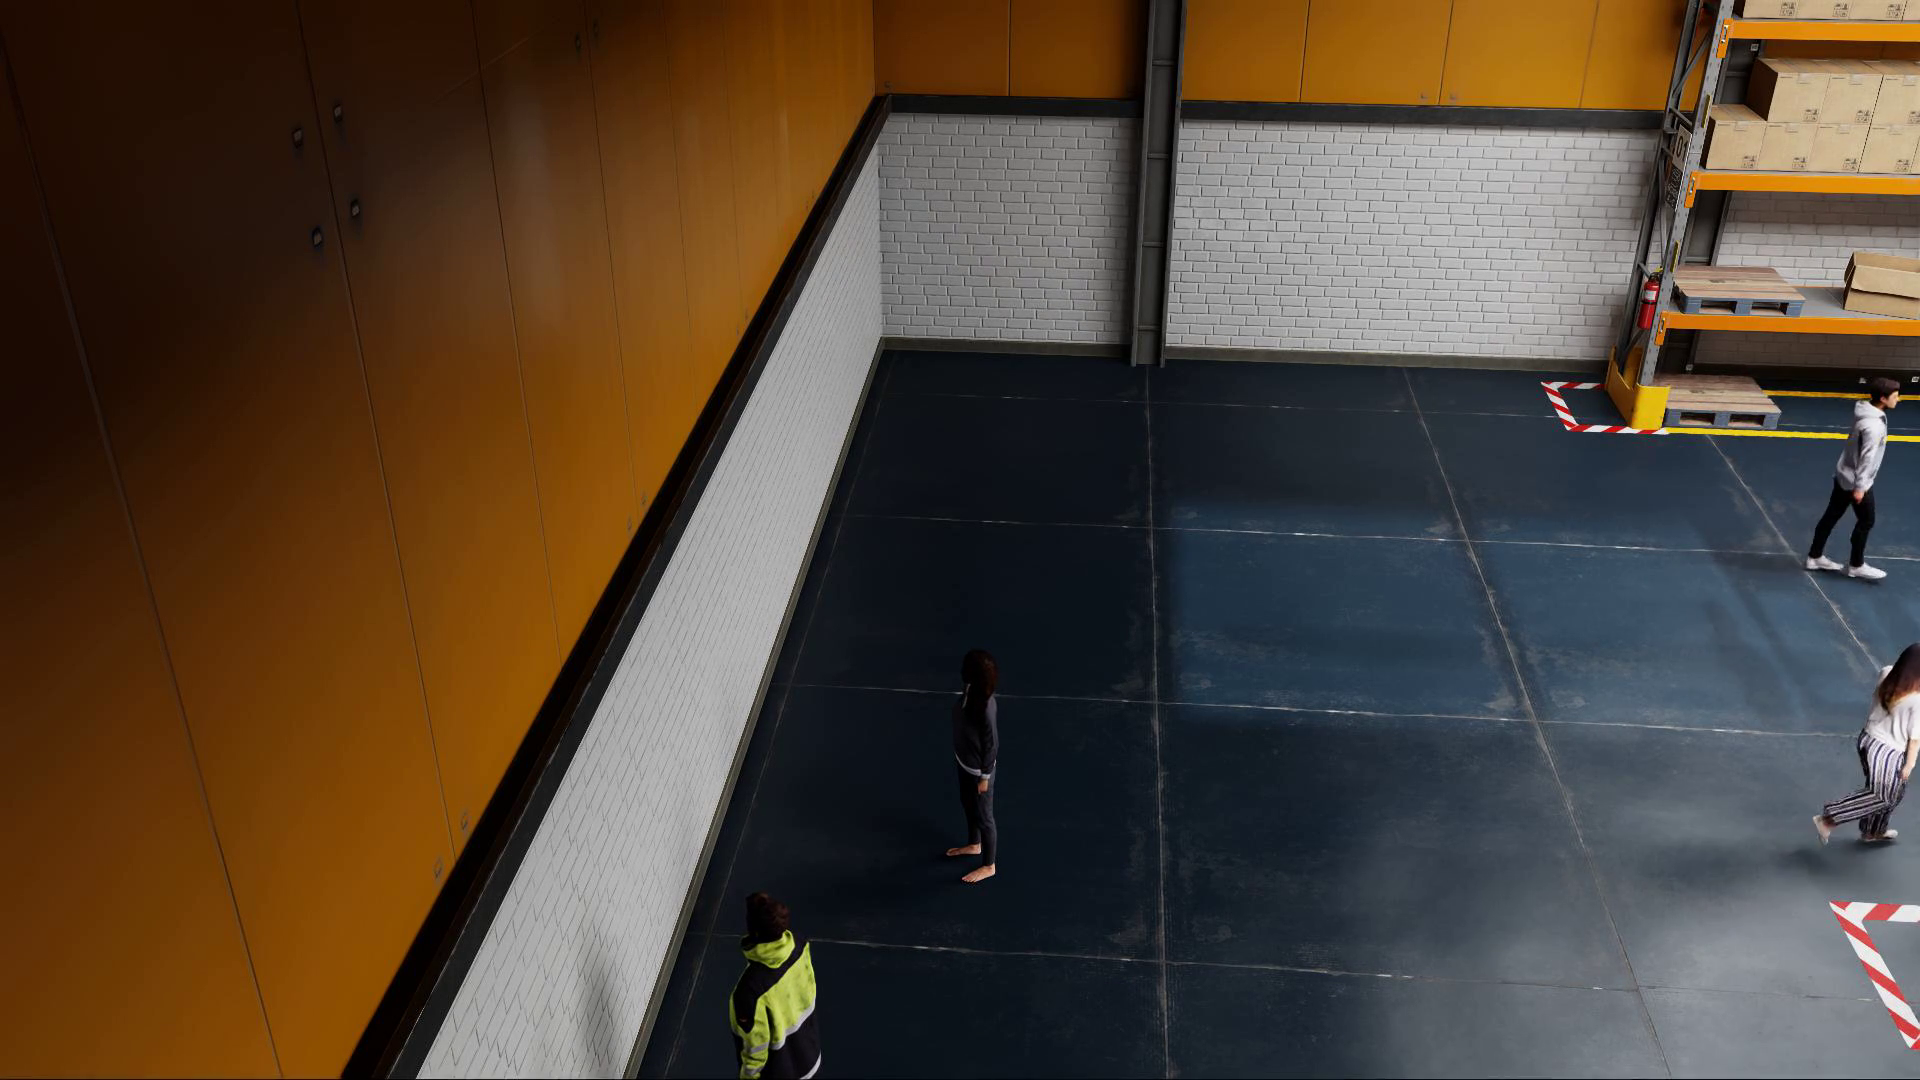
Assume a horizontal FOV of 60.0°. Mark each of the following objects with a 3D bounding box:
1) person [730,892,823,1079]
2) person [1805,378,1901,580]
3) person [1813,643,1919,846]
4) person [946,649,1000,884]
[{"bbox_3d":[-0.970,2.680,8.859,0.793,1.983,0.853,13,31,23],"label":"person"},{"bbox_3d":[7.909,-0.565,14.881,0.938,1.912,0.806,8,30,14],"label":"person"},{"bbox_3d":[6.338,1.436,11.476,0.989,1.659,0.745,-1,29,-2],"label":"person"},{"bbox_3d":[0.113,1.499,11.247,0.683,1.768,0.688,-11,31,-20],"label":"person"}]
